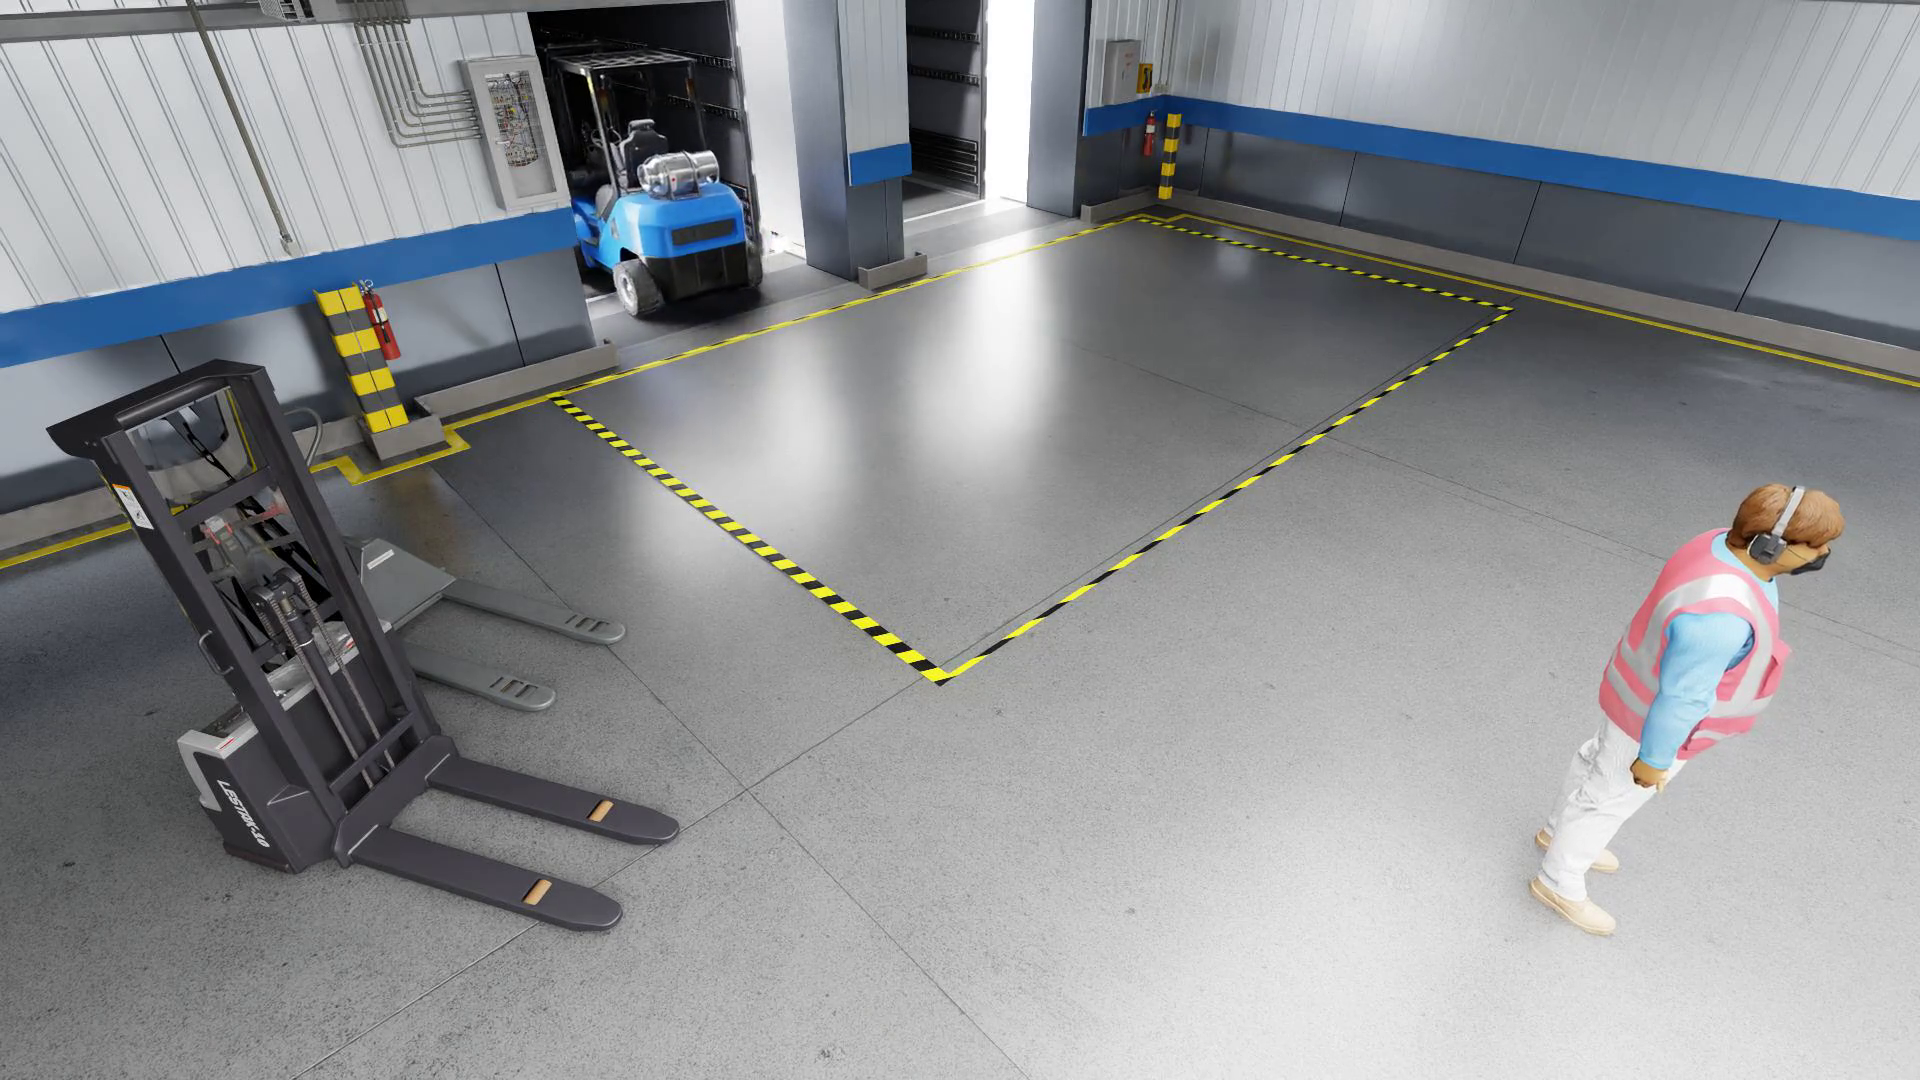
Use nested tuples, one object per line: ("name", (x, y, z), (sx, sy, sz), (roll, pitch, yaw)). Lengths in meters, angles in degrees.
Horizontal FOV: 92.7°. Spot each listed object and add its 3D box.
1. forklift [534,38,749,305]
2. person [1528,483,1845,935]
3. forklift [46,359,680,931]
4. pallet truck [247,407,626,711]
("forklift", (-3.241, -3.735, 9.131), (1.157, 2.036, 2.680), (-26, 42, -33))
("person", (2.475, 0.609, 3.216), (0.431, 1.844, 0.622), (22, 40, 29))
("forklift", (-2.135, 0.422, 3.354), (1.885, 1.965, 0.823), (10, 35, 14))
("pallet truck", (-2.628, 0.038, 4.590), (1.601, 1.201, 0.680), (12, 36, 18))
